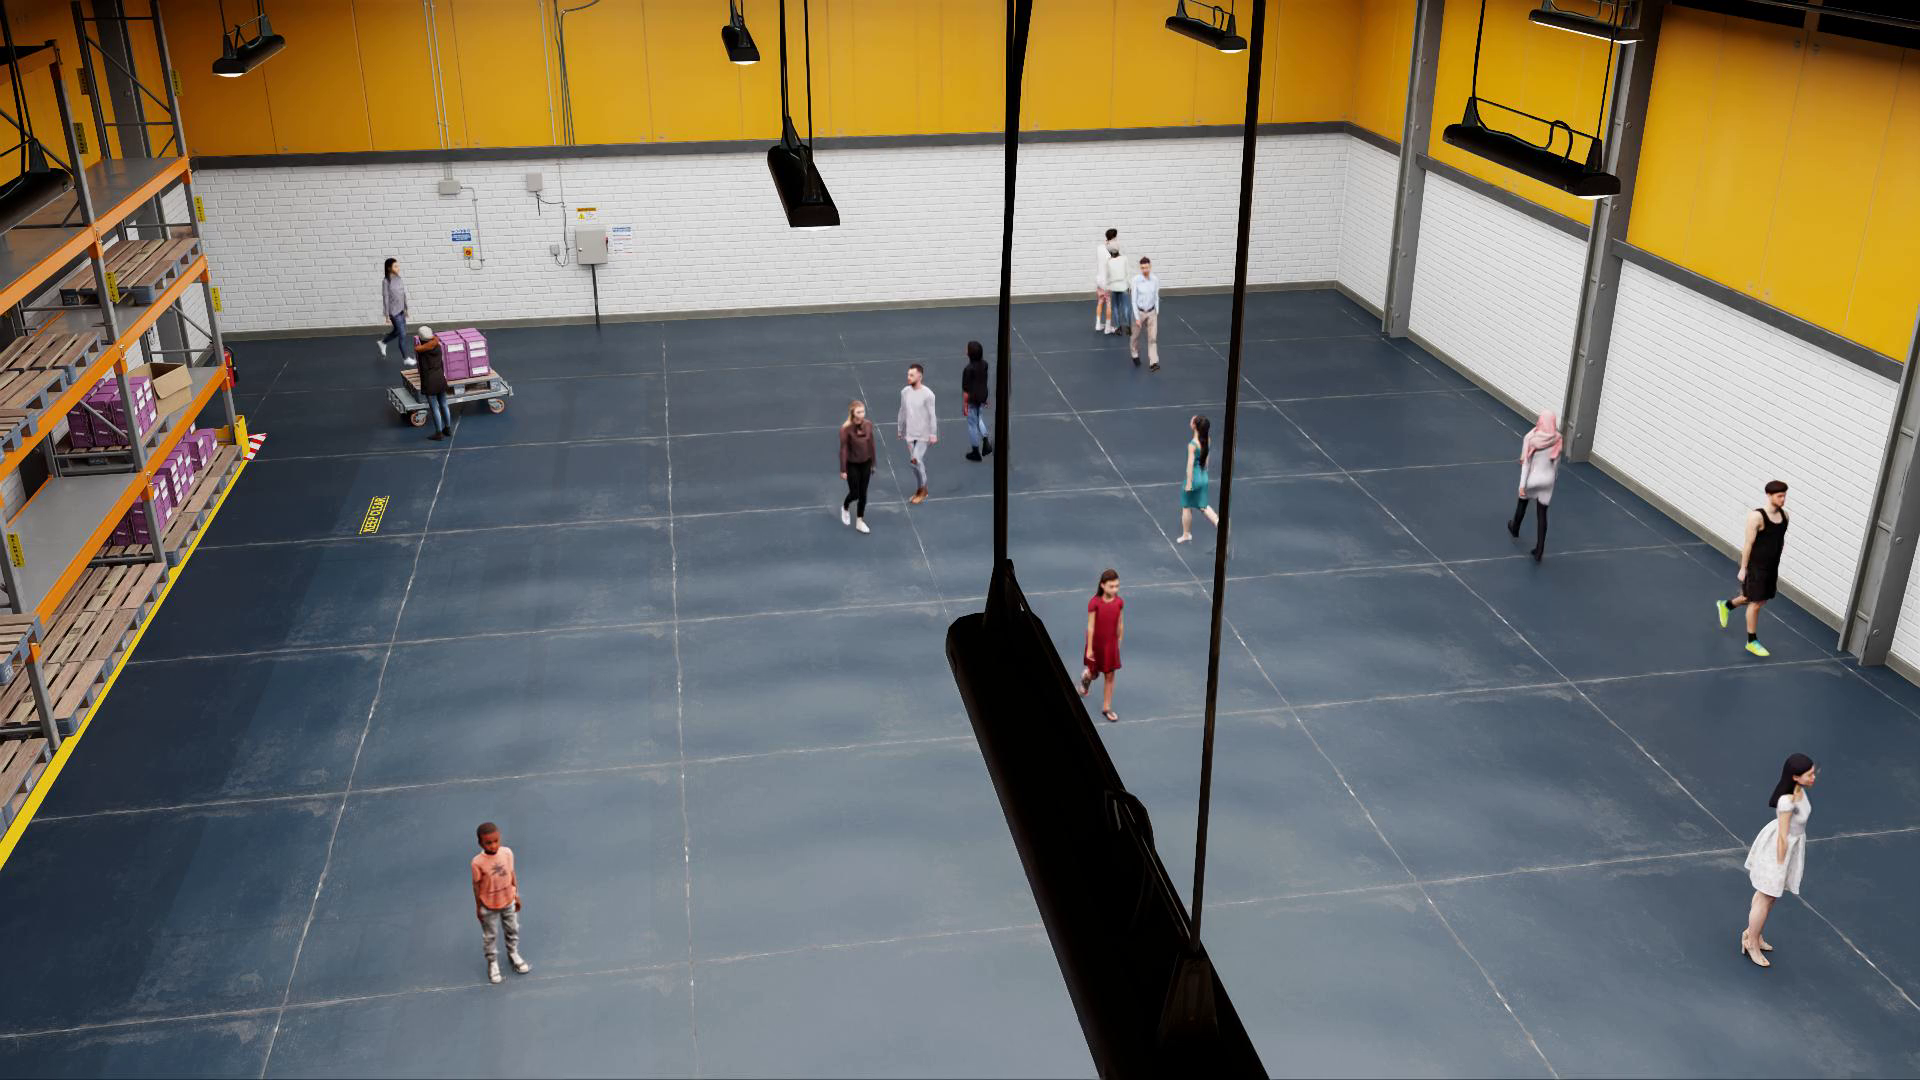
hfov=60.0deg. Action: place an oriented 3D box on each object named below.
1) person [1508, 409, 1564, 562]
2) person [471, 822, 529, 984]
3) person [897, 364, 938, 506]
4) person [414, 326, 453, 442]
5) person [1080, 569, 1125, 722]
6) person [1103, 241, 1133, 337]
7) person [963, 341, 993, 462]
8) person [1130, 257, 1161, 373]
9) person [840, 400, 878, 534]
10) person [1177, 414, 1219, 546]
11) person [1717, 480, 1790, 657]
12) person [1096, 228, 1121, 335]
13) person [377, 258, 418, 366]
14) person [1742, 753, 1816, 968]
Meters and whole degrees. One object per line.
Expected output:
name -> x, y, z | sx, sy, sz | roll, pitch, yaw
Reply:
person -> 6.805, -0.612, 19.489 | 0.789, 1.747, 1.208 | 0, 24, 0
person -> -3.483, 2.688, 12.488 | 0.544, 1.309, 0.561 | -14, 27, -30
person -> -0.476, -1.371, 21.130 | 0.800, 1.824, 0.883 | 19, 30, 37
person -> -7.366, -2.209, 23.284 | 0.791, 1.635, 0.706 | 11, 26, 23
person -> 1.364, 0.970, 16.133 | 0.586, 1.537, 0.854 | -6, 24, -15
person -> 2.675, -4.210, 27.884 | 0.731, 1.616, 0.661 | 5, 24, 12
person -> 0.276, -1.837, 22.373 | 0.807, 1.683, 0.748 | 22, 32, 40
person -> 2.851, -3.550, 26.164 | 0.673, 1.785, 1.234 | -6, 24, -12
person -> -1.279, -0.922, 20.268 | 0.744, 1.693, 0.807 | -16, 28, -32
person -> 2.870, -0.659, 19.692 | 0.979, 1.671, 0.858 | 21, 31, 39
person -> 8.311, 0.243, 17.376 | 0.821, 1.874, 1.106 | -9, 25, -20
person -> 2.458, -4.359, 28.017 | 0.838, 1.783, 0.738 | -19, 30, -37
person -> -9.040, -3.628, 26.437 | 0.983, 1.709, 1.056 | 7, 25, 16
person -> 6.191, 2.396, 12.574 | 0.835, 1.775, 0.768 | 14, 27, 29
